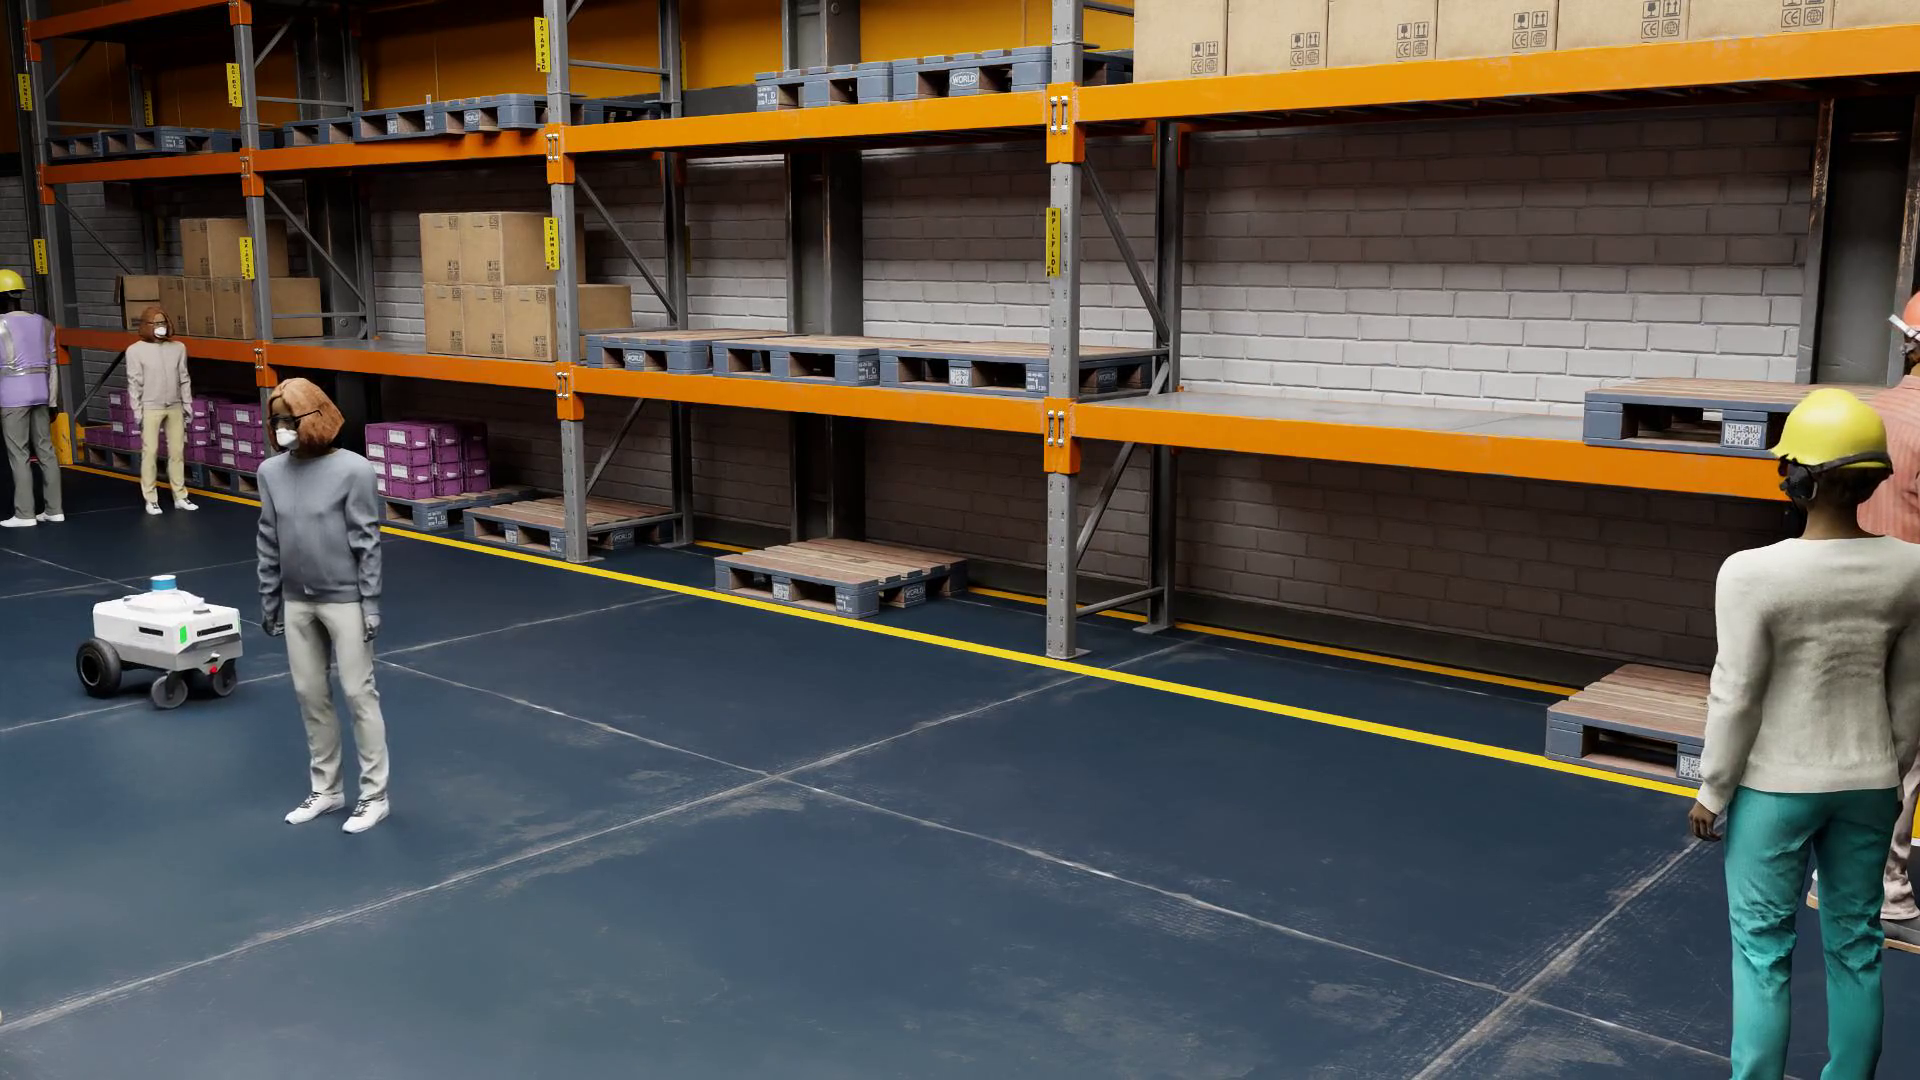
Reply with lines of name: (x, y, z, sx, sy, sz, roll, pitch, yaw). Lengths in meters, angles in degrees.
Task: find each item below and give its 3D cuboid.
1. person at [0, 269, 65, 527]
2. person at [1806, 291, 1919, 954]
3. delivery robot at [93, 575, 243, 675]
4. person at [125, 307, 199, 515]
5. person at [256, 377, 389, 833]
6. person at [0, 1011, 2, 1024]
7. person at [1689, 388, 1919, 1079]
person: (-7.023, -1.052, 12.432, 0.401, 1.919, 0.588, 4, 11, 21)
person: (2.842, 0.219, 4.971, 0.391, 1.989, 0.623, 1, 10, 5)
delivery robot: (-3.679, 0.407, 7.724, 0.707, 0.478, 0.477, 6, 11, 30)
person: (-6.258, -1.011, 13.039, 0.284, 1.626, 0.508, 6, 12, 32)
person: (-2.288, 0.231, 5.955, 0.512, 1.622, 0.294, 3, 10, 17)
person: (-2.736, 0.366, 4.129, 0.613, 1.994, 0.381, -8, 12, -37)
person: (1.905, 0.546, 3.749, 0.525, 1.772, 0.304, -2, 10, -9)
